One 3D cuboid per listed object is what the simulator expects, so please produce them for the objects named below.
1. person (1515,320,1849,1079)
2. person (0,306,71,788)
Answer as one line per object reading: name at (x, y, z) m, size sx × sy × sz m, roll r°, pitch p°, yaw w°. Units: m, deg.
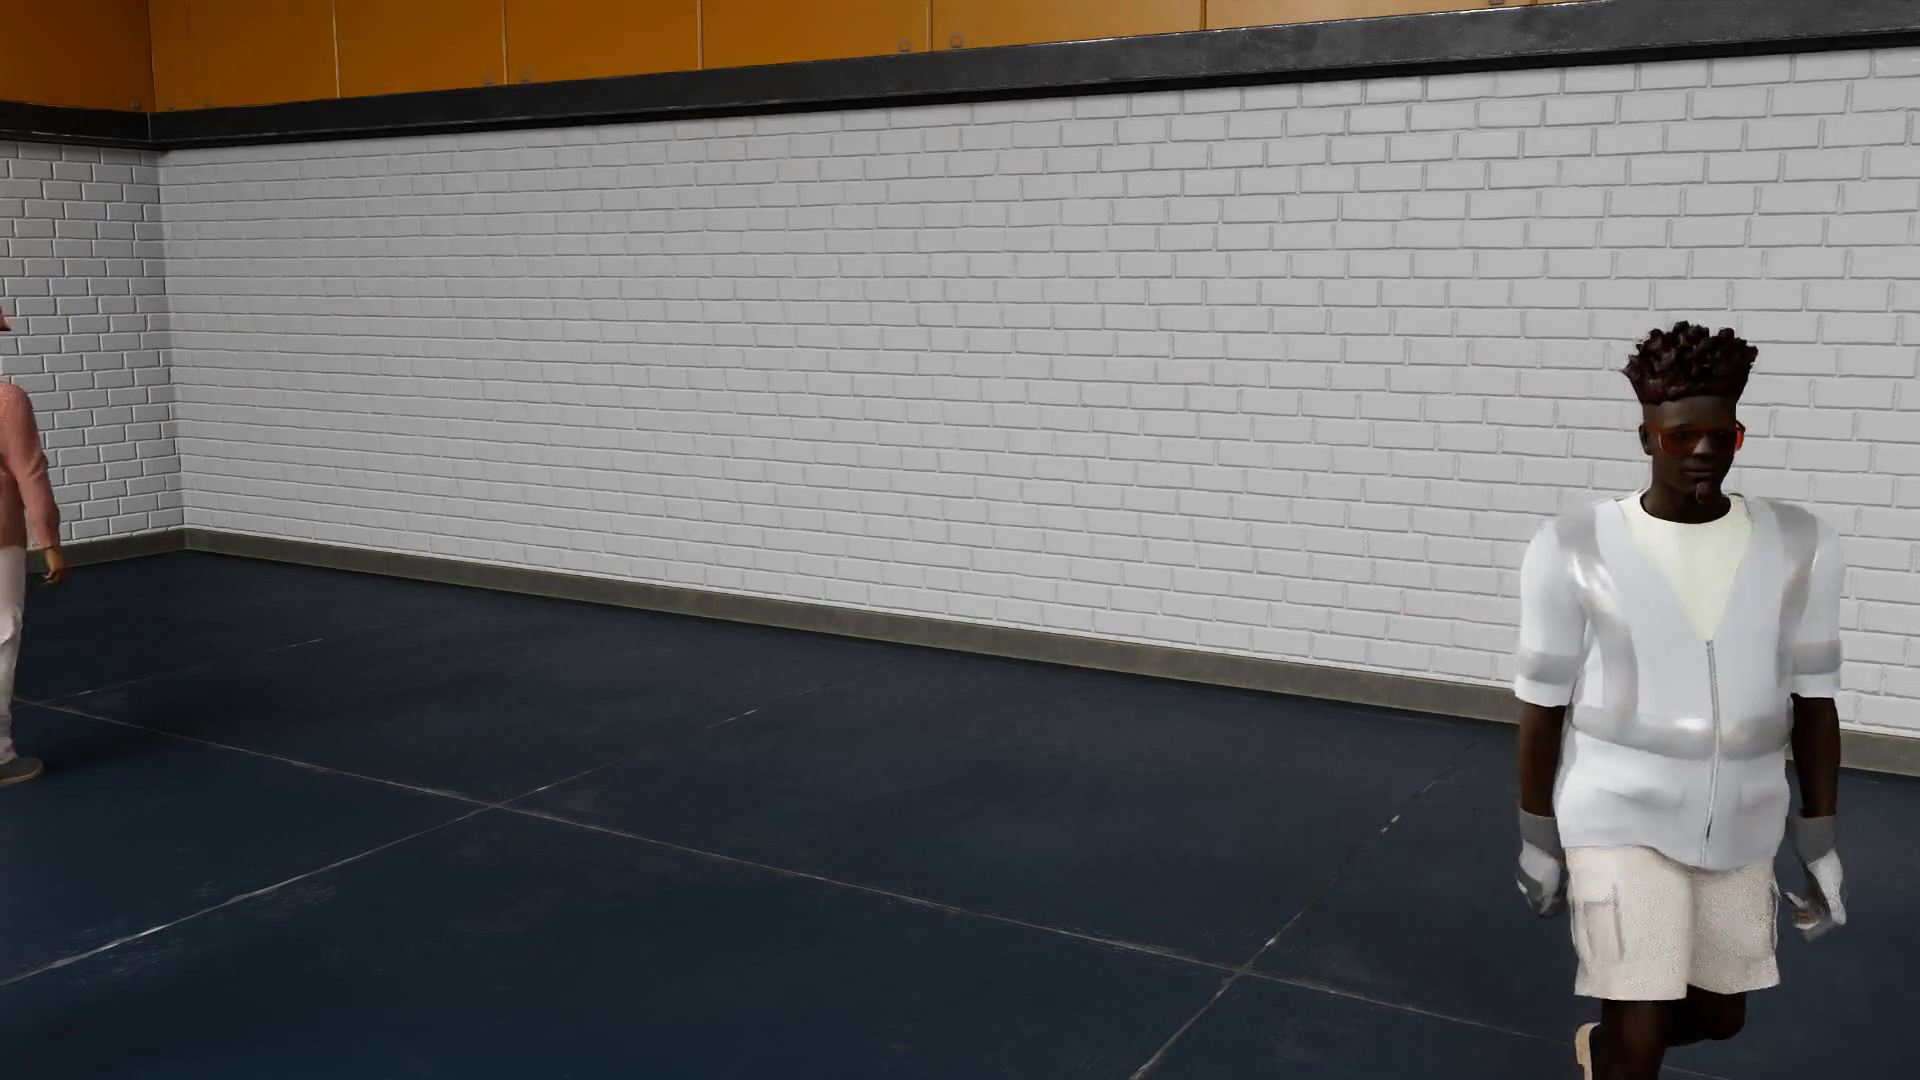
person at (1.397, 0.530, 3.332) m, size 0.608 × 1.943 × 0.852 m, roll 0°, pitch 9°, yaw 1°
person at (-3.813, -0.006, 6.564) m, size 0.621 × 1.979 × 0.503 m, roll 3°, pitch 10°, yaw 19°
